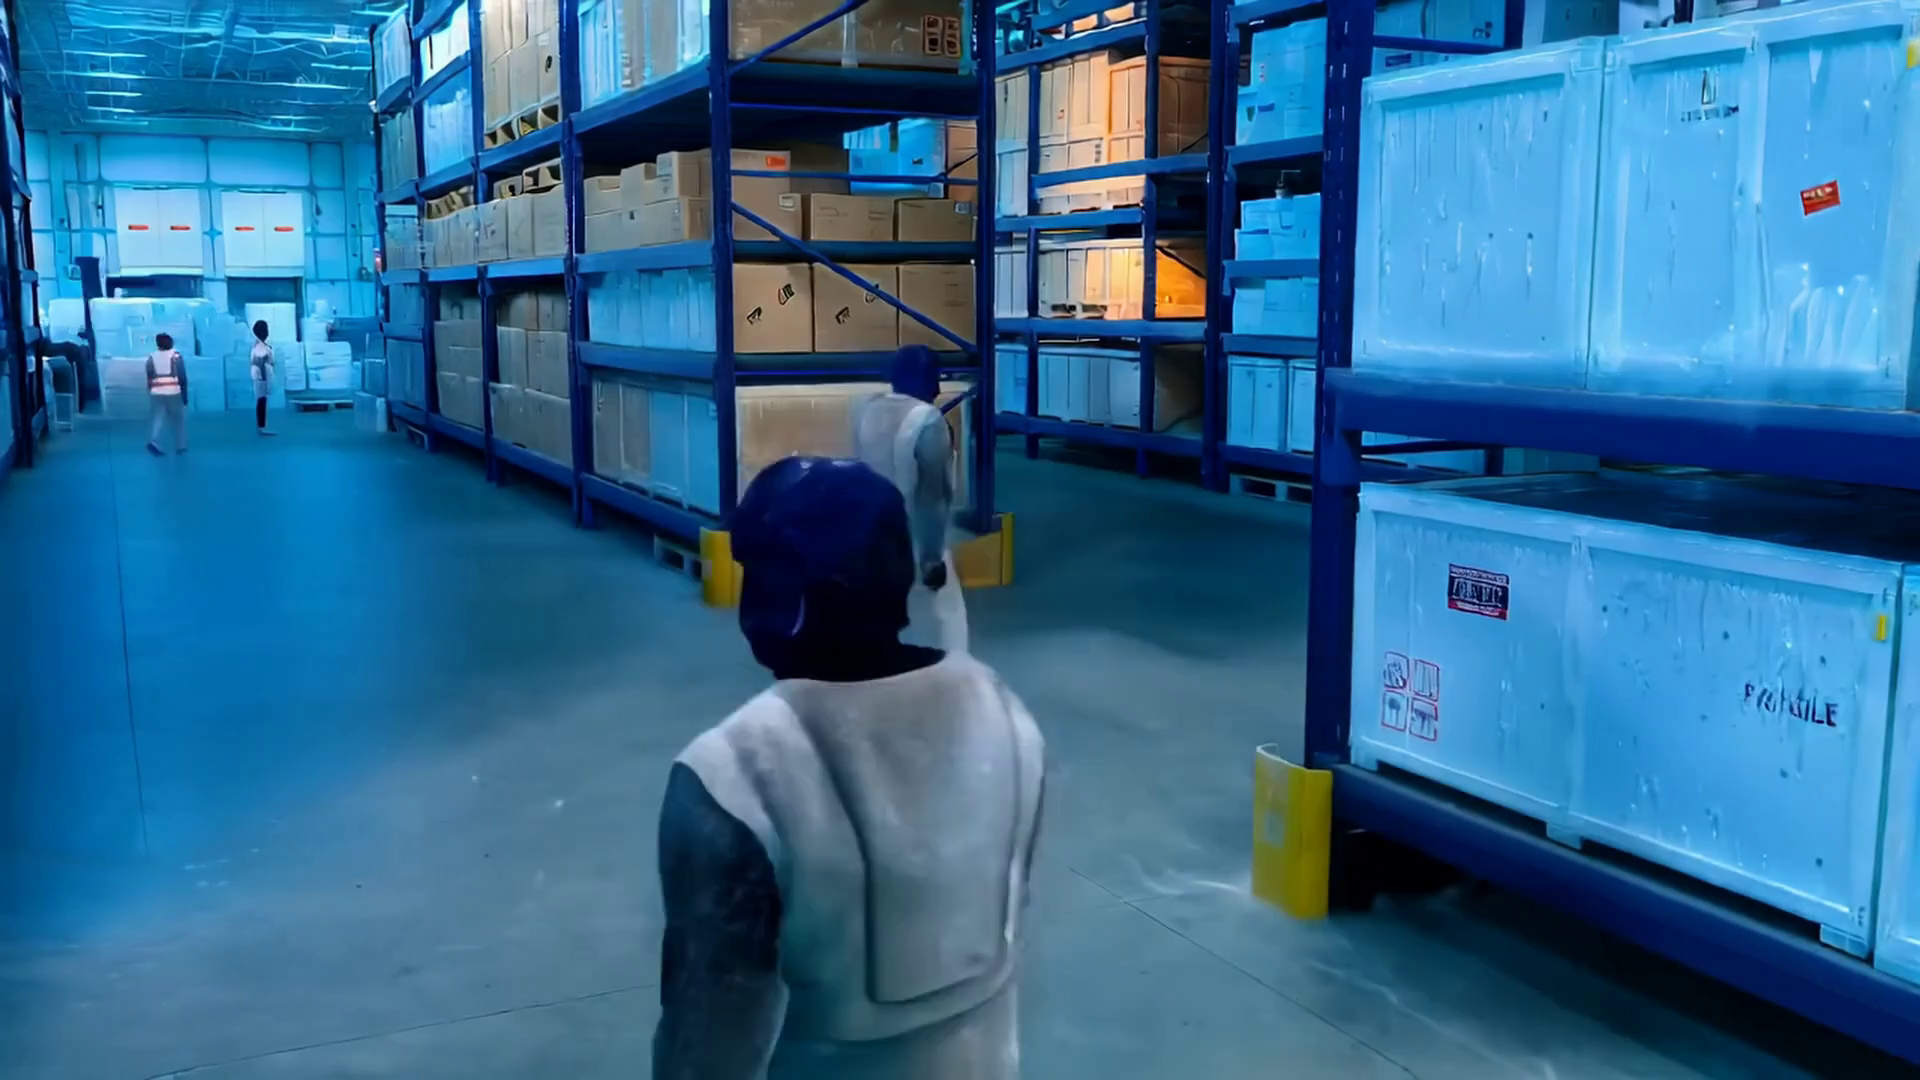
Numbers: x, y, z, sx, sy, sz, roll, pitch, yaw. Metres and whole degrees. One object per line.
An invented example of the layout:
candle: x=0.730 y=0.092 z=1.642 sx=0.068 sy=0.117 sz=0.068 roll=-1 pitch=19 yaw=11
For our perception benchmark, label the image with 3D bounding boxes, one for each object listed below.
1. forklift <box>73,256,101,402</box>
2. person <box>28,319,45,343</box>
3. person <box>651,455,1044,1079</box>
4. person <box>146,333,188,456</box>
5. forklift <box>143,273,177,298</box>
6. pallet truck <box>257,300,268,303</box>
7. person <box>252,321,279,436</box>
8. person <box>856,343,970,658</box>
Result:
forklift: x=-16.619 y=-4.031 z=31.885 sx=1.873 sy=2.768 sz=1.129 roll=-4 pitch=9 yaw=-26
person: x=-17.747 y=-3.426 z=31.911 sx=0.861 sy=1.657 sz=0.539 roll=-8 pitch=11 yaw=-43
person: x=-0.154 y=0.806 z=2.139 sx=0.433 sy=1.832 sz=0.624 roll=8 pitch=11 yaw=43
person: x=-10.247 y=-1.874 z=21.428 sx=0.552 sy=1.596 sz=0.758 roll=-1 pitch=8 yaw=-6
forklift: x=-25.232 y=-7.037 z=52.614 sx=1.873 sy=2.768 sz=1.129 roll=8 pitch=11 yaw=43
pallet truck: x=-23.913 y=-7.404 z=58.171 sx=1.885 sy=1.965 sz=0.823 roll=-1 pitch=8 yaw=-9
person: x=-10.301 y=-2.385 z=24.600 sx=0.319 sy=1.696 sz=0.532 roll=-4 pitch=9 yaw=-26
person: x=-0.143 y=0.014 z=7.632 sx=0.853 sy=1.810 sz=0.664 roll=-6 pitch=10 yaw=-37
